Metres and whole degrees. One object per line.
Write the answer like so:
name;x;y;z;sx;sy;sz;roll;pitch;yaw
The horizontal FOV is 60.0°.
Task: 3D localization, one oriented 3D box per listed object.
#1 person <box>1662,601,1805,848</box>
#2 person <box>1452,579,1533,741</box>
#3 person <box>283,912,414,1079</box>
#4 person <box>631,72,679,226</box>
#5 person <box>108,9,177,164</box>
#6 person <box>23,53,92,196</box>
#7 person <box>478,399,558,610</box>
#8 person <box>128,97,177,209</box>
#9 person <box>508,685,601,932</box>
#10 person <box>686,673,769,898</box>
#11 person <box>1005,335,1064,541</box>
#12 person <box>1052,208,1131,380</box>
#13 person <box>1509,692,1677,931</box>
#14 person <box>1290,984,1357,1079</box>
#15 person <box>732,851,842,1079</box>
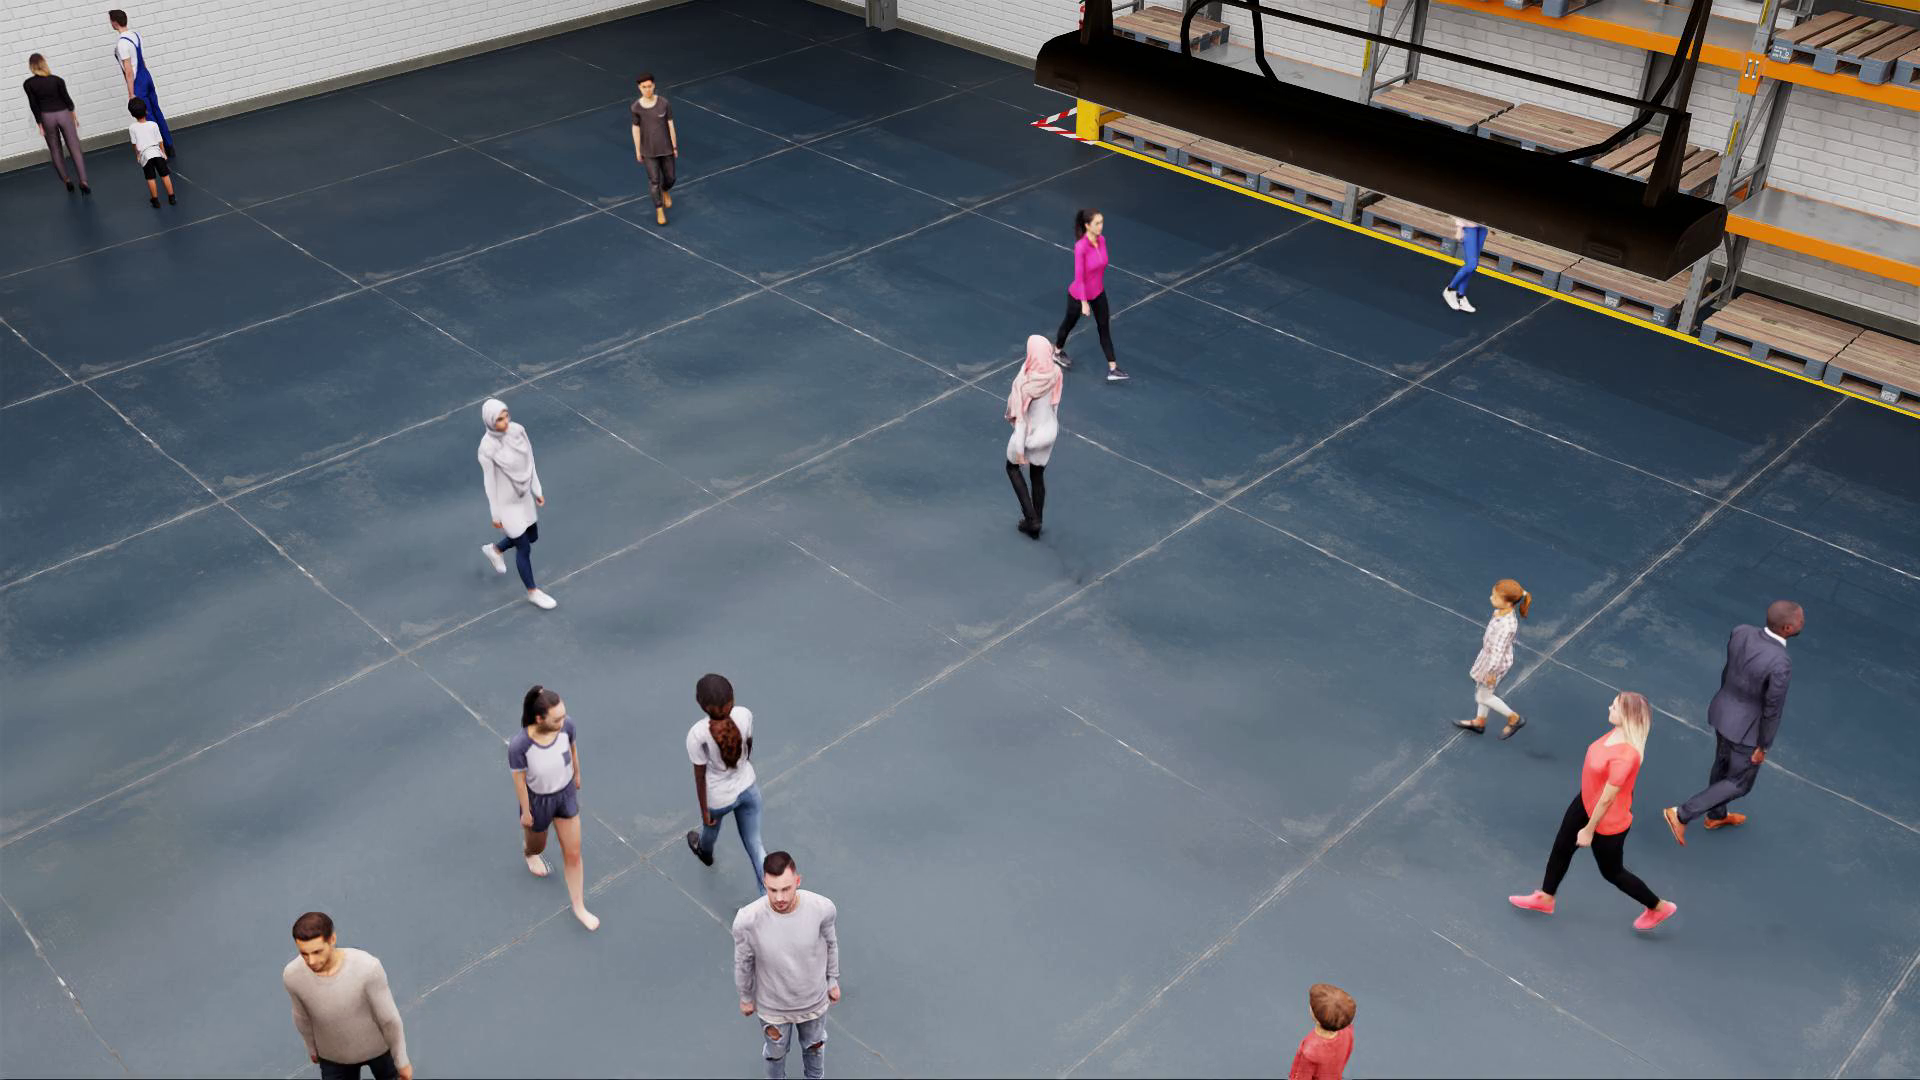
person;4.731;1.141;10.210;1.051;1.806;1.032;-6;34;-8
person;3.656;0.825;11.145;0.801;1.297;0.702;12;35;17
person;-2.968;2.444;8.235;1.074;1.823;1.233;-7;34;-10
person;-3.419;-4.437;18.697;0.864;1.700;0.993;-9;35;-13
person;-9.952;-5.514;20.183;0.767;1.849;0.723;3;34;4
person;-10.452;-4.801;19.273;0.688;1.669;0.699;-13;36;-18
person;-3.397;-0.301;12.423;1.033;1.757;0.800;17;37;24
person;-9.312;-4.458;19.129;0.524;1.256;0.537;-18;38;-25
person;-2.487;1.513;9.825;0.674;1.613;1.052;-22;39;-29
person;-1.298;1.549;9.718;0.749;1.671;1.201;-20;38;-27
person;0.636;-0.763;13.087;0.715;1.792;0.743;-18;38;-25
person;1.107;-2.300;15.530;0.594;1.647;1.126;-28;43;-35
person;3.818;1.627;9.615;1.214;1.655;1.028;5;34;7
person;1.797;2.735;8.170;0.585;1.410;0.771;-22;40;-30
person;-0.861;2.289;8.452;0.768;1.840;0.763;-7;34;-11
